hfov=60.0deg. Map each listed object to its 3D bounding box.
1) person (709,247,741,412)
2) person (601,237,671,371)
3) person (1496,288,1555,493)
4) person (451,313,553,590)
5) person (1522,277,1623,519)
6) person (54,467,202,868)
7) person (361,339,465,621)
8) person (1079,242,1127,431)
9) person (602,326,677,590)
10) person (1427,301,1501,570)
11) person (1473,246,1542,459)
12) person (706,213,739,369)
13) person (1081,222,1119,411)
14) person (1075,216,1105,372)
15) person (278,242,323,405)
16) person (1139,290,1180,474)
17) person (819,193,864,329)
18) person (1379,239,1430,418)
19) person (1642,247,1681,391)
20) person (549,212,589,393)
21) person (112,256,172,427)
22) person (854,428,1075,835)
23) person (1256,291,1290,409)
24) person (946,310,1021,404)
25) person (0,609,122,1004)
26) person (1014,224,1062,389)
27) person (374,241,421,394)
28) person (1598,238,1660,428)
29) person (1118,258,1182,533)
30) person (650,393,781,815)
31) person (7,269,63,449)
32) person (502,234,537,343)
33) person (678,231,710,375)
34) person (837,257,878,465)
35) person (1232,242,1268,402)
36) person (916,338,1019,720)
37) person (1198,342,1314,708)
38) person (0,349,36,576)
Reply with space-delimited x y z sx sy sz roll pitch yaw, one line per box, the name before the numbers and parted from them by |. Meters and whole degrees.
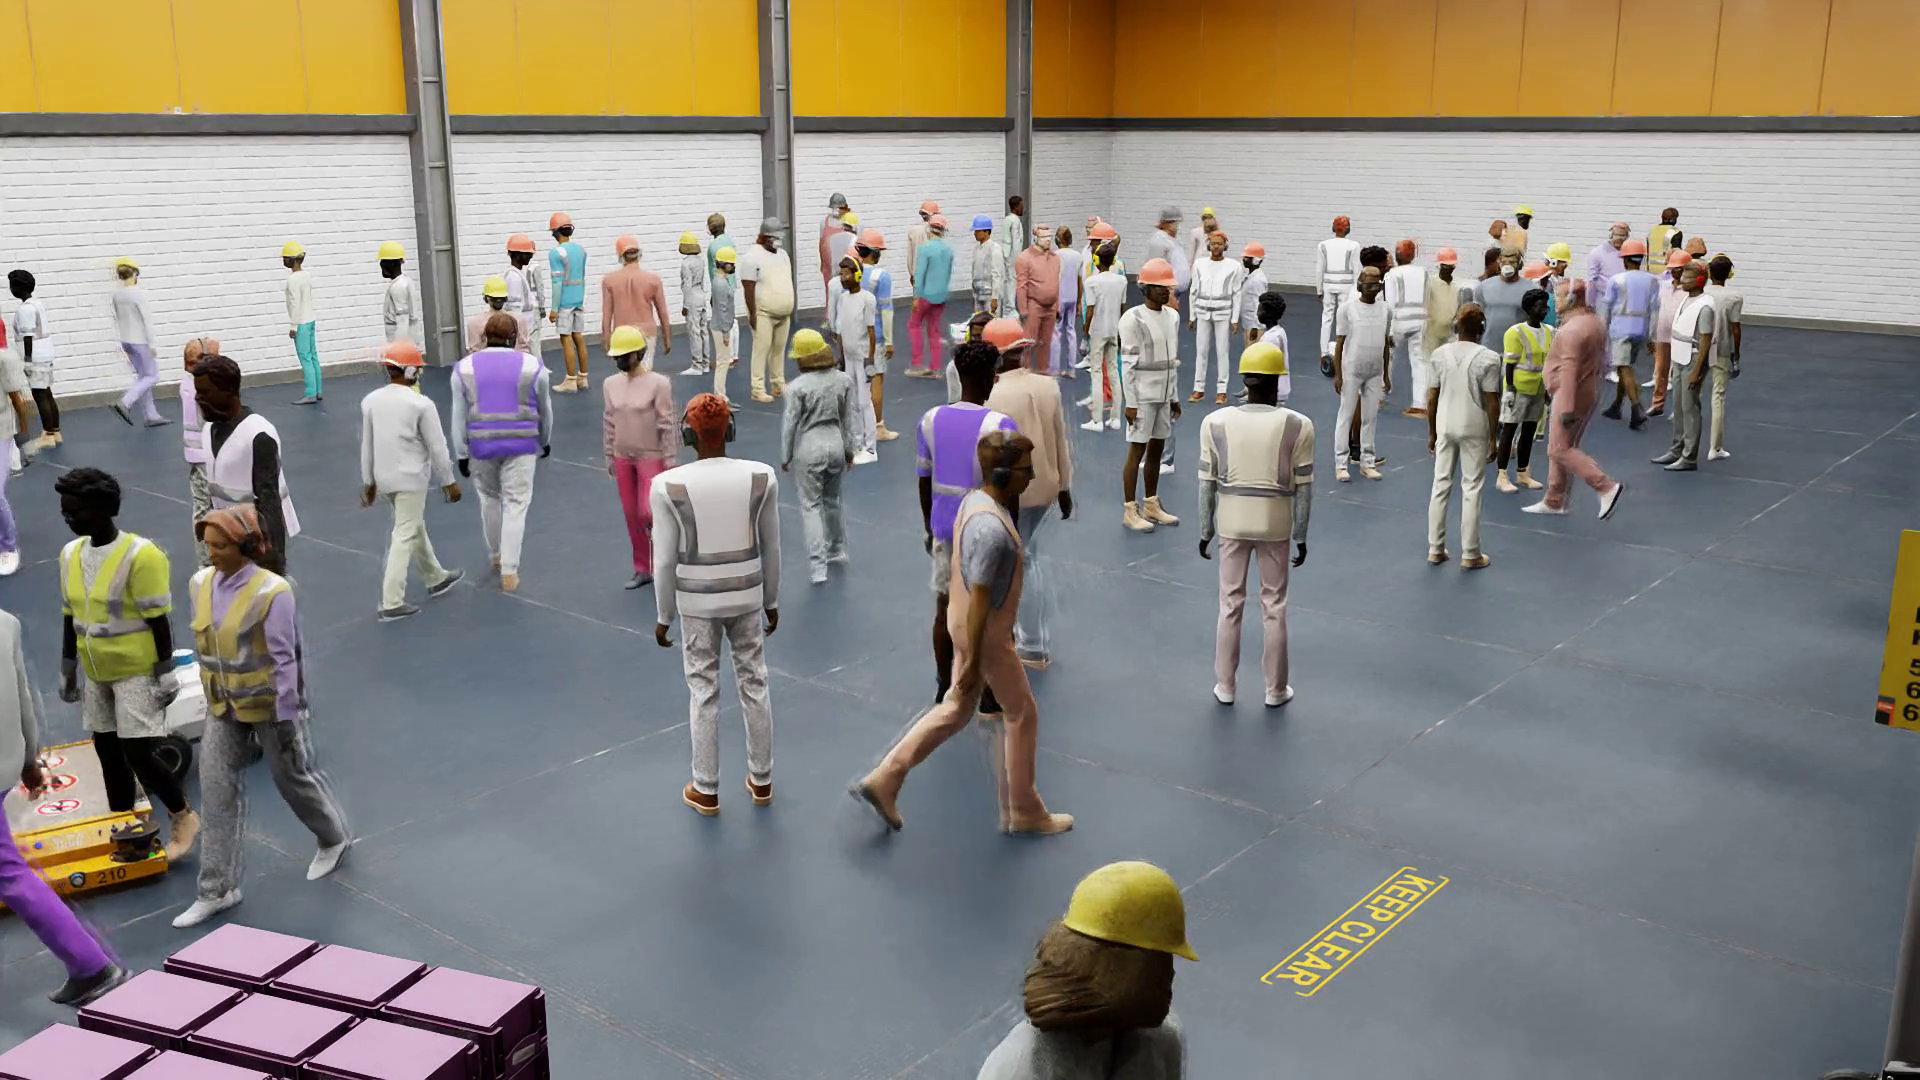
person | -2.489 -2.232 17.675 0.344 1.756 0.532 -2 14 -8
person | -3.190 -2.031 16.510 0.656 1.921 1.061 -1 14 -4
person | 4.715 -1.242 13.832 0.531 1.697 0.322 -7 16 -27
person | -3.037 -0.620 11.154 0.638 1.800 0.922 -1 14 -6
person | 4.771 -1.073 12.789 0.676 1.892 0.656 8 16 29
person | -3.421 0.535 6.742 0.555 1.684 0.398 6 15 24
person | -3.395 -0.403 10.443 0.577 1.707 0.862 9 17 31
person | 1.426 -2.021 16.596 0.534 1.869 0.311 -8 16 -29
person | -2.116 -0.526 10.856 0.536 1.745 0.367 6 15 22
person | 3.449 -0.712 11.417 0.505 1.846 0.346 11 18 38
person | 4.972 -1.715 15.232 0.627 1.941 0.371 6 15 23
person | -2.974 -3.104 20.791 0.369 1.936 0.630 3 14 11
person | 1.522 -2.384 17.793 0.379 1.996 0.610 -2 14 -7
person | 1.654 -3.039 20.590 0.410 1.909 0.643 -6 15 -23
person | -7.230 -2.368 18.198 0.326 1.765 0.531 -1 14 -5
person | 1.756 -1.393 14.566 0.285 1.633 0.497 -3 14 -10
person | -1.798 -4.145 24.739 0.678 2.000 0.536 4 15 17
person | 4.657 -2.241 17.560 0.585 1.827 0.979 -5 15 -20
person | 8.161 -2.539 19.133 0.310 1.640 0.514 -2 14 -9
person | -4.493 -2.701 18.973 0.374 2.039 0.612 5 15 19
person | -8.302 -1.971 16.671 0.537 1.729 0.546 8 16 29
person | 0.023 0.414 7.002 0.898 1.809 0.519 -3 14 -11
person | 2.537 -1.181 13.610 0.319 1.690 0.539 4 15 15
person | 0.149 -0.562 10.799 0.505 1.860 0.321 1 14 3
person | -3.354 0.788 5.691 0.875 1.716 0.573 0 14 0
person | 0.922 -2.637 18.981 0.636 1.911 0.404 -12 18 -39
person | -5.378 -1.897 15.983 0.366 1.926 0.593 -4 14 -14
person | 6.807 -2.095 16.873 0.546 1.899 0.954 -2 14 -8
person | 1.454 -1.087 12.512 0.372 2.044 0.608 13 19 43
person | -1.065 0.286 7.343 0.575 1.887 0.362 -5 15 -21
person | -8.735 -1.709 15.721 0.319 1.687 0.538 -4 15 -17
person | -4.480 -2.159 17.032 0.382 1.928 0.545 -4 15 -14
person | -3.276 -2.898 20.353 0.297 1.746 0.483 4 15 16
person | -0.939 -1.614 15.007 0.341 1.857 0.521 -11 18 -37
person | 3.214 -2.406 18.363 0.324 1.755 0.560 0 14 1
person | 0.059 -0.053 8.537 0.609 1.964 0.367 10 17 34
person | 1.534 -0.069 8.687 0.589 1.923 0.383 4 15 15
person | -6.555 -0.645 11.134 0.553 1.849 0.537 0 14 -2
